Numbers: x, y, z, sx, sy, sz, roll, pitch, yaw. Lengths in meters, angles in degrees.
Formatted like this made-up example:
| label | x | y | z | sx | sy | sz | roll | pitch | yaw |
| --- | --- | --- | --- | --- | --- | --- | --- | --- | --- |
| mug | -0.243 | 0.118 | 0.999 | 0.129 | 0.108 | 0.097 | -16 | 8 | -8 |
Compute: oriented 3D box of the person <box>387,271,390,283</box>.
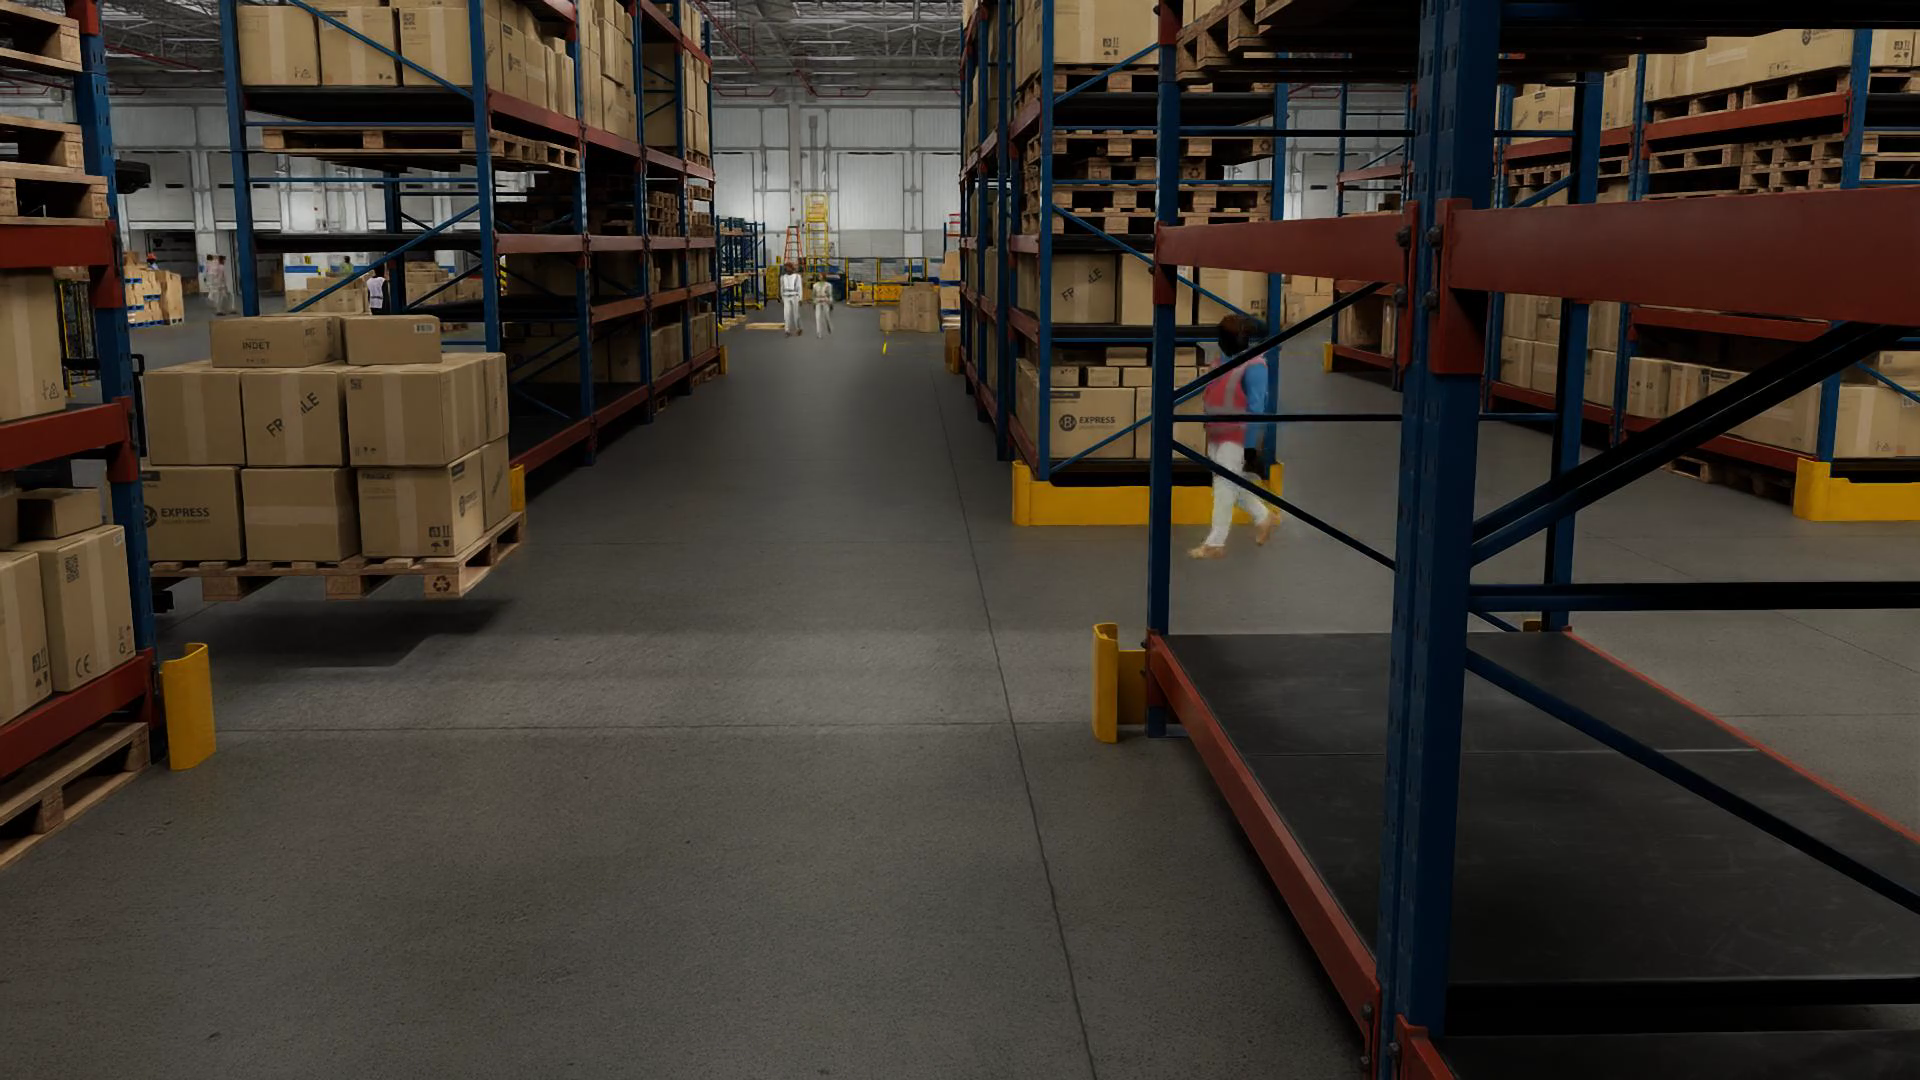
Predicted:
| label | x | y | z | sx | sy | sz | roll | pitch | yaw |
| --- | --- | --- | --- | --- | --- | --- | --- | --- | --- |
| person | -18.756 | -8.392 | 55.200 | 0.321 | 1.694 | 0.535 | 8 | 13 | 39 |

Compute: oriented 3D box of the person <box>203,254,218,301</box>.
| label | x | y | z | sx | sy | sz | roll | pitch | yaw |
| --- | --- | --- | --- | --- | --- | --- | --- | --- | --- |
| person | -29.606 | -10.360 | 65.732 | 0.429 | 1.842 | 0.634 | 8 | 13 | 38 |

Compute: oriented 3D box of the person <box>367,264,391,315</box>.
| label | x | y | z | sx | sy | sz | roll | pitch | yaw |
| --- | --- | --- | --- | --- | --- | --- | --- | --- | --- |
| person | -11.988 | -4.770 | 34.378 | 0.590 | 1.919 | 0.392 | 6 | 12 | 30 |

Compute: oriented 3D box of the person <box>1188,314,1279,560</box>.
| label | x | y | z | sx | sy | sz | roll | pitch | yaw |
| --- | --- | --- | --- | --- | --- | --- | --- | --- | --- |
| person | 2.067 | -0.772 | 12.378 | 0.778 | 1.818 | 0.641 | -4 | 11 | -19 |

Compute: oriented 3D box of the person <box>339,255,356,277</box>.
| label | x | y | z | sx | sy | sz | roll | pitch | yaw |
| --- | --- | --- | --- | --- | --- | --- | --- | --- | --- |
| person | -23.439 | -10.012 | 63.826 | 0.539 | 1.825 | 0.659 | 6 | 12 | 32 |

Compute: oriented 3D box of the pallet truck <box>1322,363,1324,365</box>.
| label | x | y | z | sx | sy | sz | roll | pitch | yaw |
| --- | --- | --- | --- | --- | --- | --- | --- | --- | --- |
| pallet truck | 7.712 | -4.157 | 30.737 | 1.885 | 1.965 | 0.823 | 3 | 11 | 16 |

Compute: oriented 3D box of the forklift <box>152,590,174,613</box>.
| label | x | y | z | sx | sy | sz | roll | pitch | yaw |
| --- | --- | --- | --- | --- | --- | --- | --- | --- | --- |
| forklift | -5.858 | -0.811 | 9.639 | 1.873 | 2.768 | 1.129 | -1 | 10 | -3 |

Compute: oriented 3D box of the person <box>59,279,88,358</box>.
| label | x | y | z | sx | sy | sz | roll | pitch | yaw |
| --- | --- | --- | --- | --- | --- | --- | --- | --- | --- |
| person | -16.730 | -4.066 | 31.177 | 0.826 | 1.667 | 0.540 | 1 | 10 | 8 |

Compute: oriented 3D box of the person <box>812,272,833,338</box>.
| label | x | y | z | sx | sy | sz | roll | pitch | yaw |
| --- | --- | --- | --- | --- | --- | --- | --- | --- | --- |
| person | -3.348 | -5.764 | 40.733 | 0.523 | 1.616 | 0.658 | 2 | 10 | 9 |

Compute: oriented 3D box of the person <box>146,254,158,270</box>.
| label | x | y | z | sx | sy | sz | roll | pitch | yaw |
| --- | --- | --- | --- | --- | --- | --- | --- | --- | --- |
| person | -27.201 | -8.681 | 56.107 | 0.379 | 1.938 | 0.547 | -5 | 11 | -27 |

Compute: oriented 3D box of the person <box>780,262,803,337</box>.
| label | x | y | z | sx | sy | sz | roll | pitch | yaw |
| --- | --- | --- | --- | --- | --- | --- | --- | --- | --- |
| person | -4.134 | -5.945 | 41.115 | 0.615 | 1.863 | 0.857 | 2 | 10 | 13 |

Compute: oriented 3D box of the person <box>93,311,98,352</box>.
| label | x | y | z | sx | sy | sz | roll | pitch | yaw |
| --- | --- | --- | --- | --- | --- | --- | --- | --- | --- |
| person | -18.238 | -4.901 | 35.242 | 0.335 | 1.871 | 0.520 | -4 | 11 | -21 |

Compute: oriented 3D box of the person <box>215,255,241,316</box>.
| label | x | y | z | sx | sy | sz | roll | pitch | yaw |
| --- | --- | --- | --- | --- | --- | --- | --- | --- | --- |
| person | -23.263 | -8.055 | 52.683 | 0.853 | 1.907 | 0.630 | 0 | 10 | 0 |
